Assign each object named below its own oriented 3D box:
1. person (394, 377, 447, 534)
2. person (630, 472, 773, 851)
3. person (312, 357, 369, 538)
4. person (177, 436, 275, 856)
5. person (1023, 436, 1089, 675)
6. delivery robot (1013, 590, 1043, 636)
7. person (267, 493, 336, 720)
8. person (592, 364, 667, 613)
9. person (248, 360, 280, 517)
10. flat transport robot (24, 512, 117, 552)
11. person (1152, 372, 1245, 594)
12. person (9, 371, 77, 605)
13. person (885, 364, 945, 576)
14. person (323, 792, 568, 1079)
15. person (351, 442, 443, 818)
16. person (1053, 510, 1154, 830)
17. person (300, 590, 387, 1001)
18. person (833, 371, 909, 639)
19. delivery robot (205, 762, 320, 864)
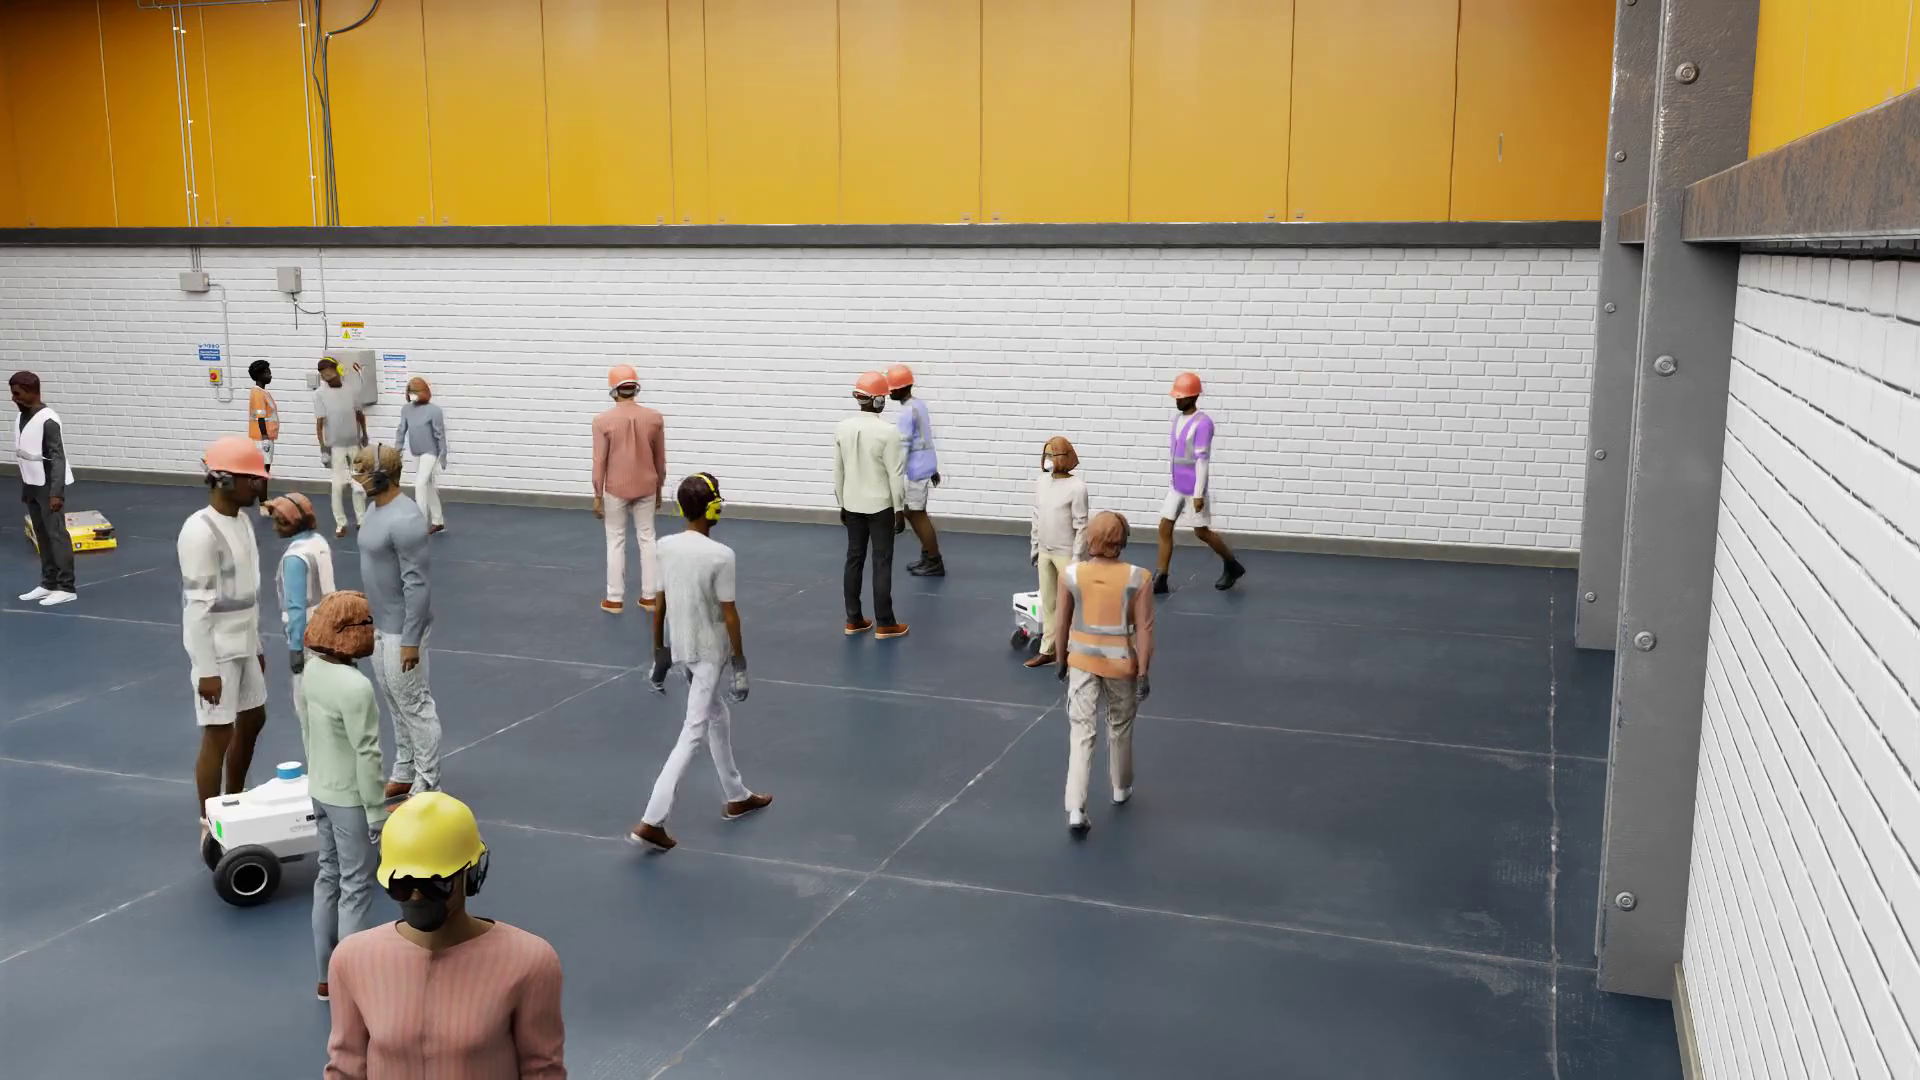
[{"bbox_3d":[-5.435,-0.815,16.628,0.515,1.606,0.728,6,12,31],"label":"person"},{"bbox_3d":[-1.292,0.579,8.180,0.531,1.834,0.973,8,13,38],"label":"person"},{"bbox_3d":[-6.128,-0.942,16.760,0.325,1.829,0.737,8,13,39],"label":"person"},{"bbox_3d":[-3.503,0.519,7.989,0.468,2.018,0.648,0,10,-1],"label":"person"},{"bbox_3d":[0.667,0.102,11.392,0.285,1.633,0.497,-9,13,-40],"label":"person"},{"bbox_3d":[0.746,0.483,12.003,0.707,0.478,0.477,-5,12,-26],"label":"delivery robot"},{"bbox_3d":[-3.457,0.537,8.984,0.380,1.628,0.675,0,10,-2],"label":"person"},{"bbox_3d":[-2.629,-0.407,13.249,0.632,1.992,0.396,-6,12,-30],"label":"person"},{"bbox_3d":[-7.509,-1.096,17.963,0.318,1.697,0.535,-4,11,-21],"label":"person"},{"bbox_3d":[-8.752,-0.094,16.334,0.652,0.197,1.431,-7,12,-33],"label":"flat transport robot"},{"bbox_3d":[1.981,-0.474,13.941,0.950,1.894,0.535,-4,11,-24],"label":"person"},{"bbox_3d":[-7.492,-0.430,13.605,0.590,1.913,0.399,8,13,39],"label":"person"},{"bbox_3d":[-0.405,-0.600,14.610,0.576,1.889,0.567,1,10,7],"label":"person"},{"bbox_3d":[-1.128,1.405,3.680,0.525,1.769,0.308,-1,10,-3],"label":"person"},{"bbox_3d":[-2.884,0.459,8.527,0.362,1.936,0.631,-7,12,-33],"label":"person"},{"bbox_3d":[0.713,0.647,8.423,0.528,1.599,0.844,3,10,15],"label":"person"},{"bbox_3d":[-2.333,0.996,6.355,0.274,1.632,0.503,-10,14,-43],"label":"person"},{"bbox_3d":[-0.659,-0.260,12.415,0.621,1.994,0.381,7,12,33],"label":"person"},{"bbox_3d":[-3.058,1.262,7.630,0.707,0.478,0.477,-6,12,-30],"label":"delivery robot"}]
